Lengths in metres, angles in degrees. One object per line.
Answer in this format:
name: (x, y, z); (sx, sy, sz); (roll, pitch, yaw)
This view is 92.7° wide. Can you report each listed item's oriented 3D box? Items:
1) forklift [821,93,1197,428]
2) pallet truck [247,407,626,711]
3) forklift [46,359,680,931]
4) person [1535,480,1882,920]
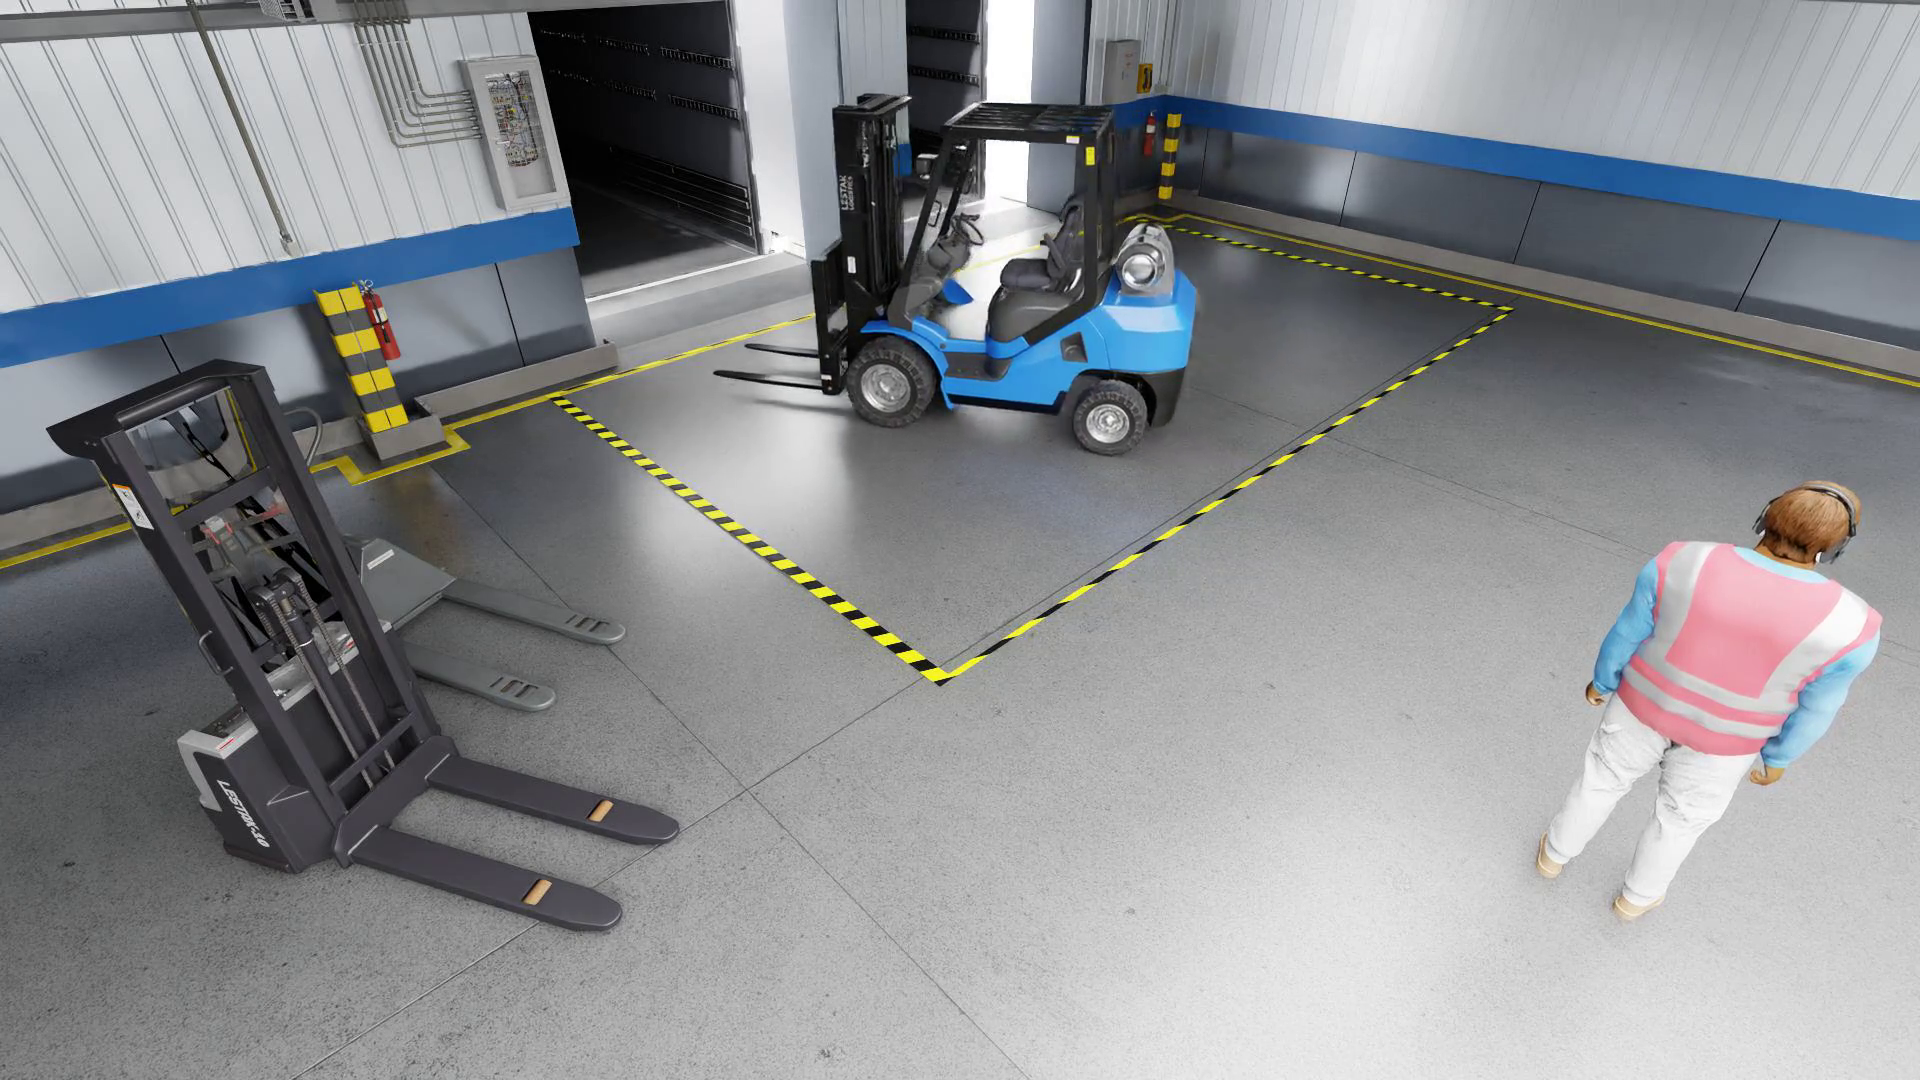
forklift: (0.378, -2.044, 6.663); (2.680, 2.036, 1.157); (8, 35, 12)
pallet truck: (-2.628, 0.038, 4.590); (1.601, 1.201, 0.680); (12, 36, 18)
forklift: (-2.135, 0.422, 3.354); (1.885, 1.965, 0.823); (10, 35, 14)
person: (2.564, 0.606, 3.220); (0.429, 1.841, 0.633); (-28, 43, -35)
